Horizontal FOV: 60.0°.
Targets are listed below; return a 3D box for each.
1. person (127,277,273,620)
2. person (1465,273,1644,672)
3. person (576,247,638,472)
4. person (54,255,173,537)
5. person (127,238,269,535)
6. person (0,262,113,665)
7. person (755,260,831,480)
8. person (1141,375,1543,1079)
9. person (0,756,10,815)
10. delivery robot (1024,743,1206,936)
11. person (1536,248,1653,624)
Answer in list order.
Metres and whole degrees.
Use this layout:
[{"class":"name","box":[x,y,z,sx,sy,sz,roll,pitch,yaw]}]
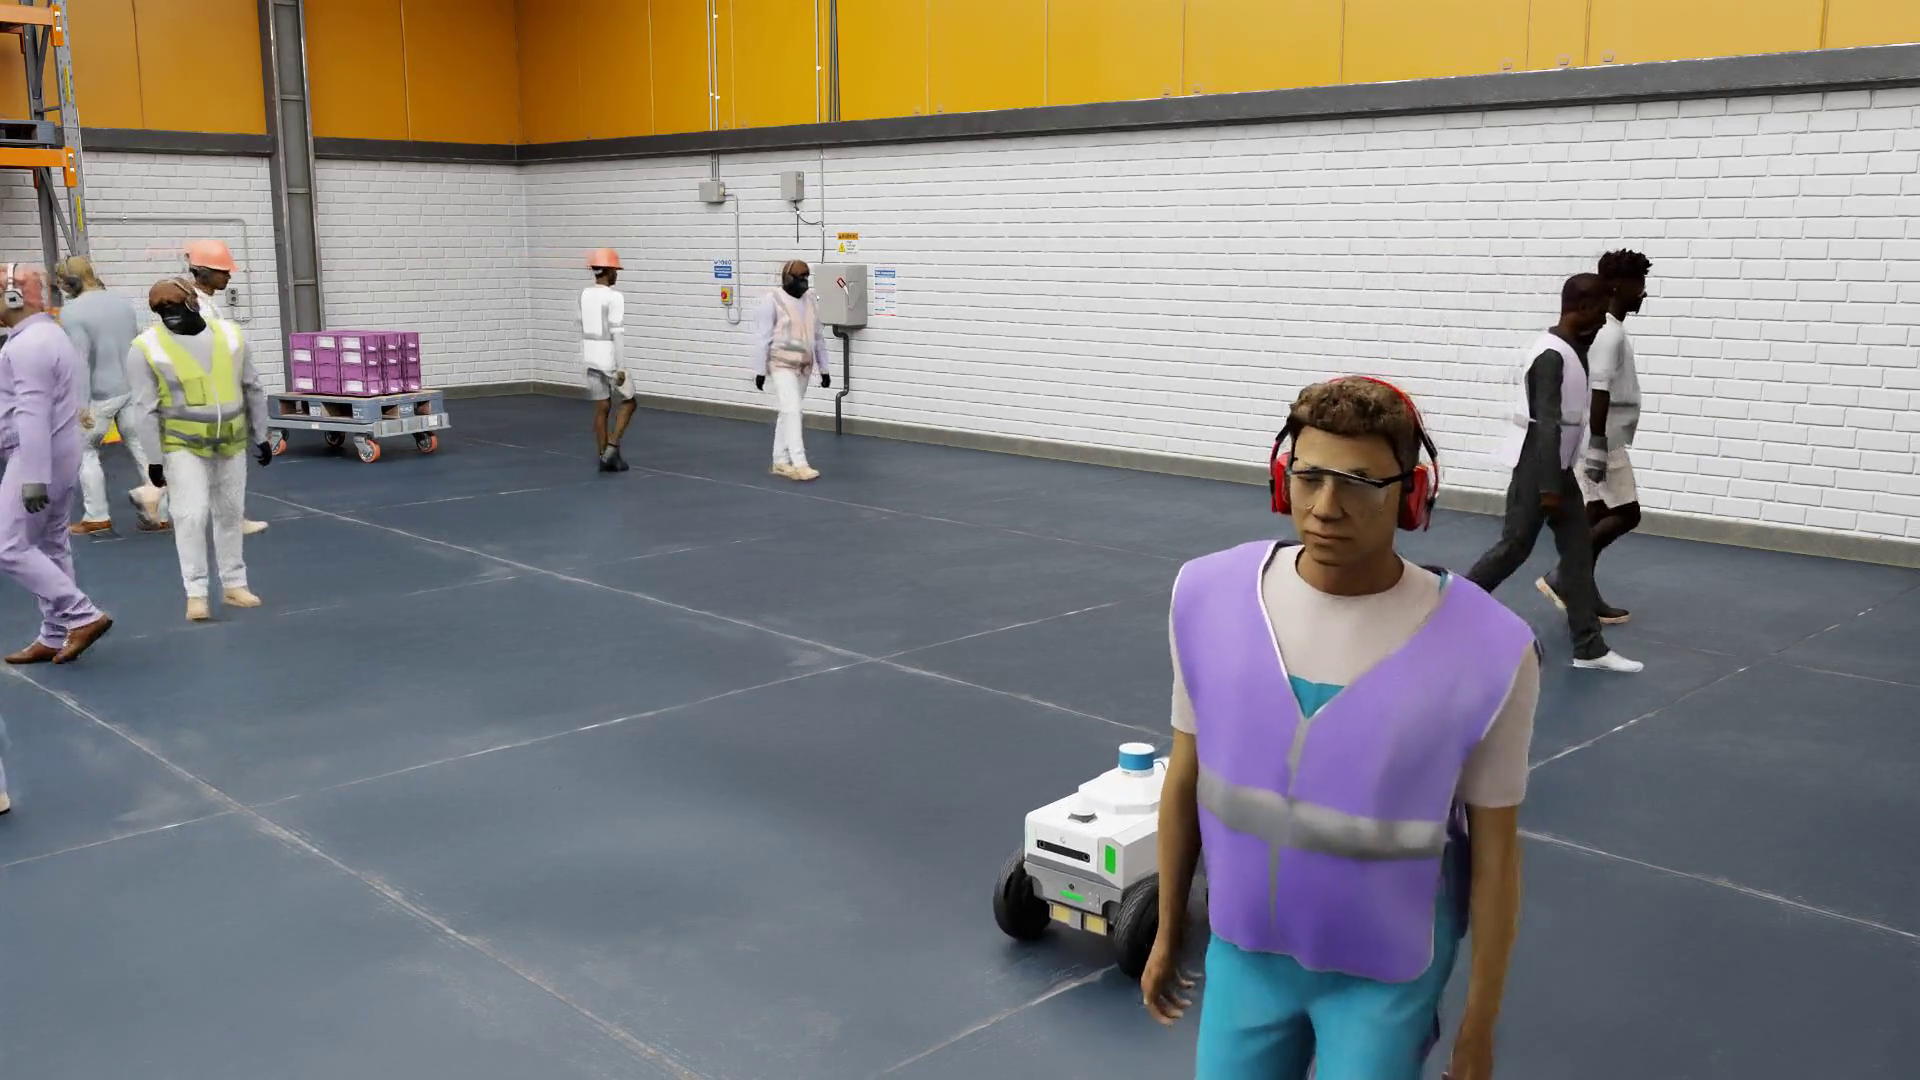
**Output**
[{"class":"person","box":[-4.023,-0.488,8.845,0.449,1.807,0.678,9,13,39]},{"class":"person","box":[2.742,-0.329,7.862,0.967,1.860,0.615,7,12,34]},{"class":"person","box":[-3.000,-1.527,14.199,0.566,1.916,0.413,7,12,33]},{"class":"person","box":[-5.703,-0.951,11.150,0.777,1.879,0.777,3,11,18]},{"class":"person","box":[-5.070,-0.981,10.981,0.753,2.010,0.649,-6,12,-31]},{"class":"person","box":[-4.320,-0.335,7.760,0.423,1.894,0.680,-4,11,-20]},{"class":"person","box":[-1.325,-1.402,13.818,0.814,1.808,0.654,8,13,37]},{"class":"person","box":[0.595,0.638,2.632,0.599,1.828,0.598,7,12,32]},{"class":"person","box":[-3.510,0.152,5.533,0.555,1.747,0.536,-9,14,-41]},{"class":"delivery robot","box":[0.508,0.831,4.812,0.477,0.478,0.707,9,13,39]},{"class":"person","box":[3.334,-0.519,8.584,0.416,1.955,0.620,3,11,17]}]
